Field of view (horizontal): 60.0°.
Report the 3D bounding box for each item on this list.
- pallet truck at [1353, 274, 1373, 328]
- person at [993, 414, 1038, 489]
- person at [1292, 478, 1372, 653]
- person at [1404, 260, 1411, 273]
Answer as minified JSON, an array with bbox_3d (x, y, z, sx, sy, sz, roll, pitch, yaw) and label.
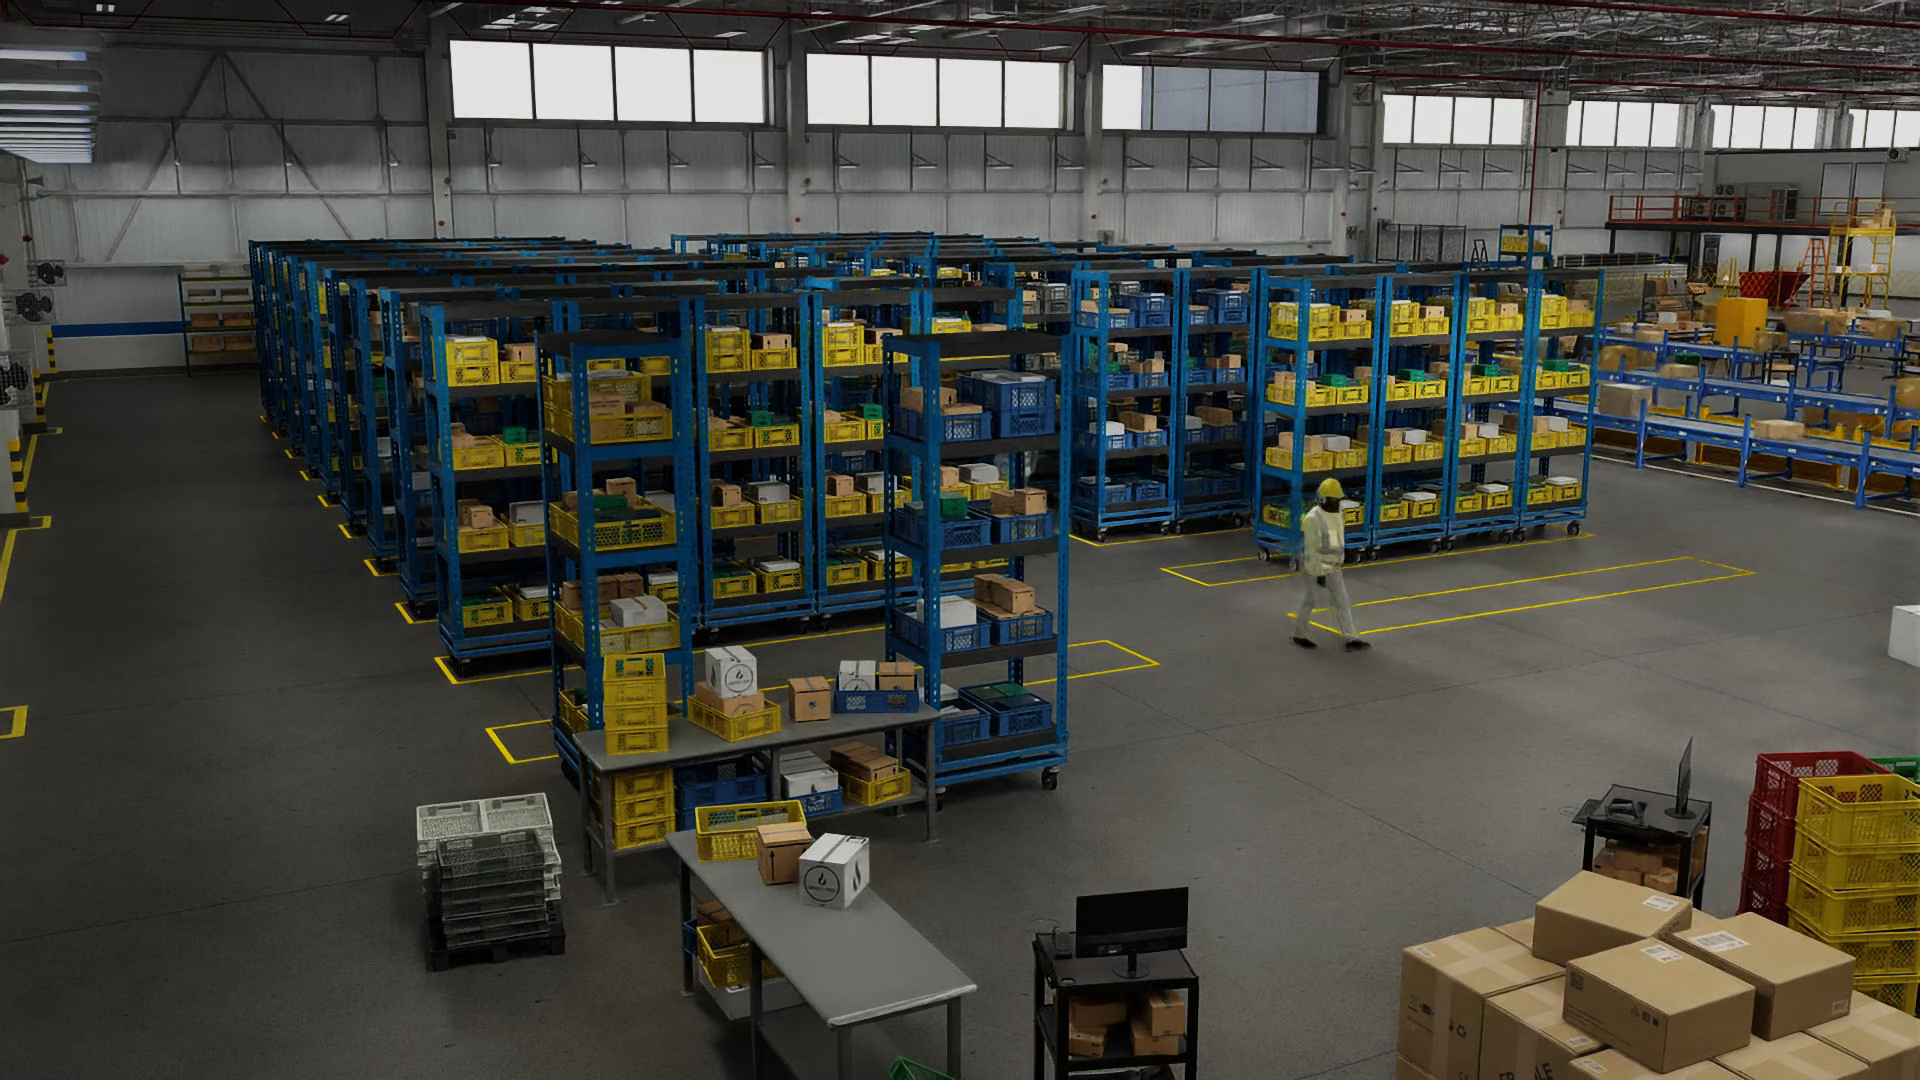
[{"bbox_3d":[13.011,-8.050,55.243,0.823,1.965,1.885,-7,14,-28],"label":"pallet truck"},{"bbox_3d":[0.710,-0.913,22.083,0.627,1.901,0.845,-2,12,-11],"label":"person"},{"bbox_3d":[3.763,0.274,16.795,0.606,1.786,0.912,-11,16,-42],"label":"person"},{"bbox_3d":[16.605,-9.485,62.168,0.651,1.907,0.409,0,12,-1],"label":"person"}]
